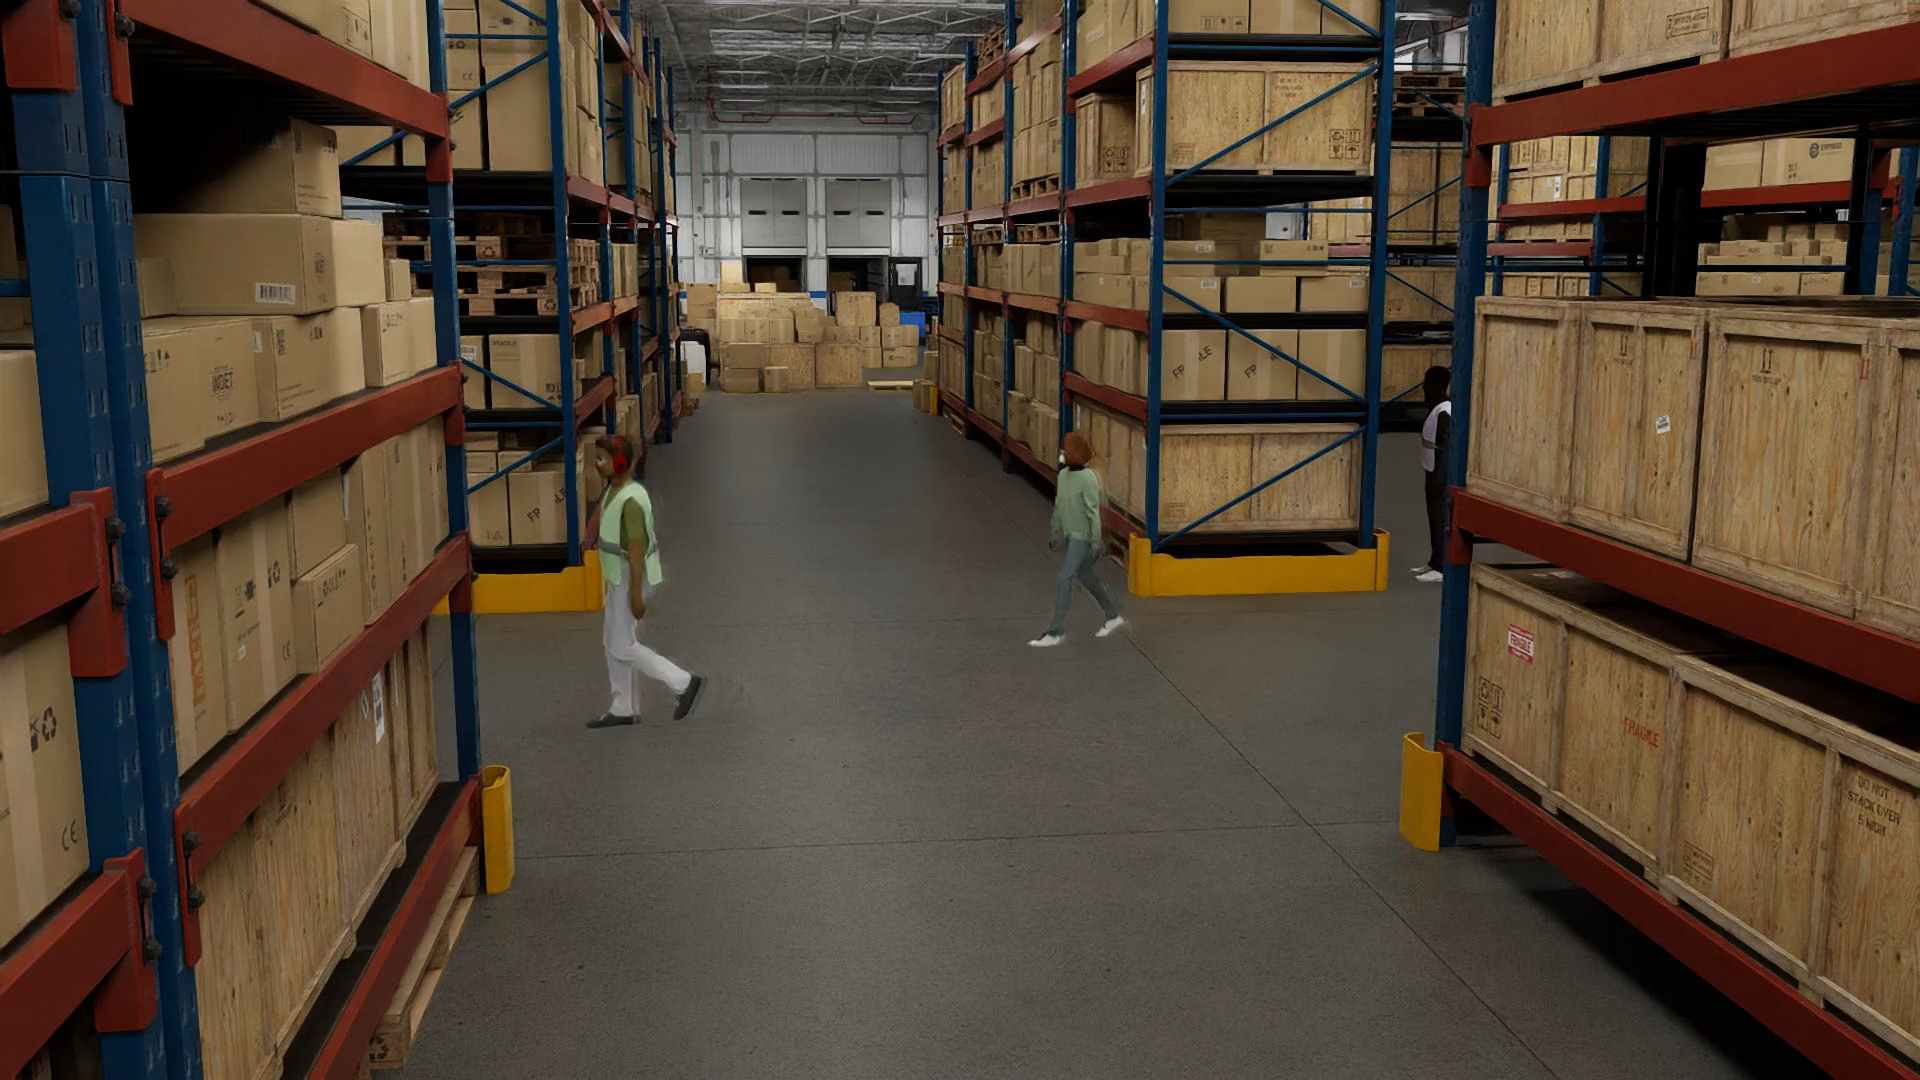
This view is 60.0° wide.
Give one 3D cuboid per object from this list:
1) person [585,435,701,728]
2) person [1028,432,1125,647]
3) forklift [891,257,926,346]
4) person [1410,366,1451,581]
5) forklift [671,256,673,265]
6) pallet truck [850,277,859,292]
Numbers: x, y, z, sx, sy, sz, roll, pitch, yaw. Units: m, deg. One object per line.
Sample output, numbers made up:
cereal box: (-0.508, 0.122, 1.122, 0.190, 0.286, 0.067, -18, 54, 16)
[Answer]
person: (-1.966, 0.262, 10.121, 0.595, 1.830, 0.574, -3, 10, -20)
person: (0.903, -0.021, 12.429, 0.849, 1.594, 0.517, -4, 11, -23)
forklift: (-1.692, -7.555, 52.548, 1.129, 2.768, 1.873, -1, 10, -7)
person: (4.261, -0.588, 14.790, 0.373, 1.916, 0.596, 2, 10, 9)
forklift: (-11.044, -9.144, 61.803, 1.129, 2.768, 1.873, -1, 10, -7)
pallet truck: (-3.782, -9.391, 65.808, 1.885, 1.965, 0.823, 2, 10, 10)
